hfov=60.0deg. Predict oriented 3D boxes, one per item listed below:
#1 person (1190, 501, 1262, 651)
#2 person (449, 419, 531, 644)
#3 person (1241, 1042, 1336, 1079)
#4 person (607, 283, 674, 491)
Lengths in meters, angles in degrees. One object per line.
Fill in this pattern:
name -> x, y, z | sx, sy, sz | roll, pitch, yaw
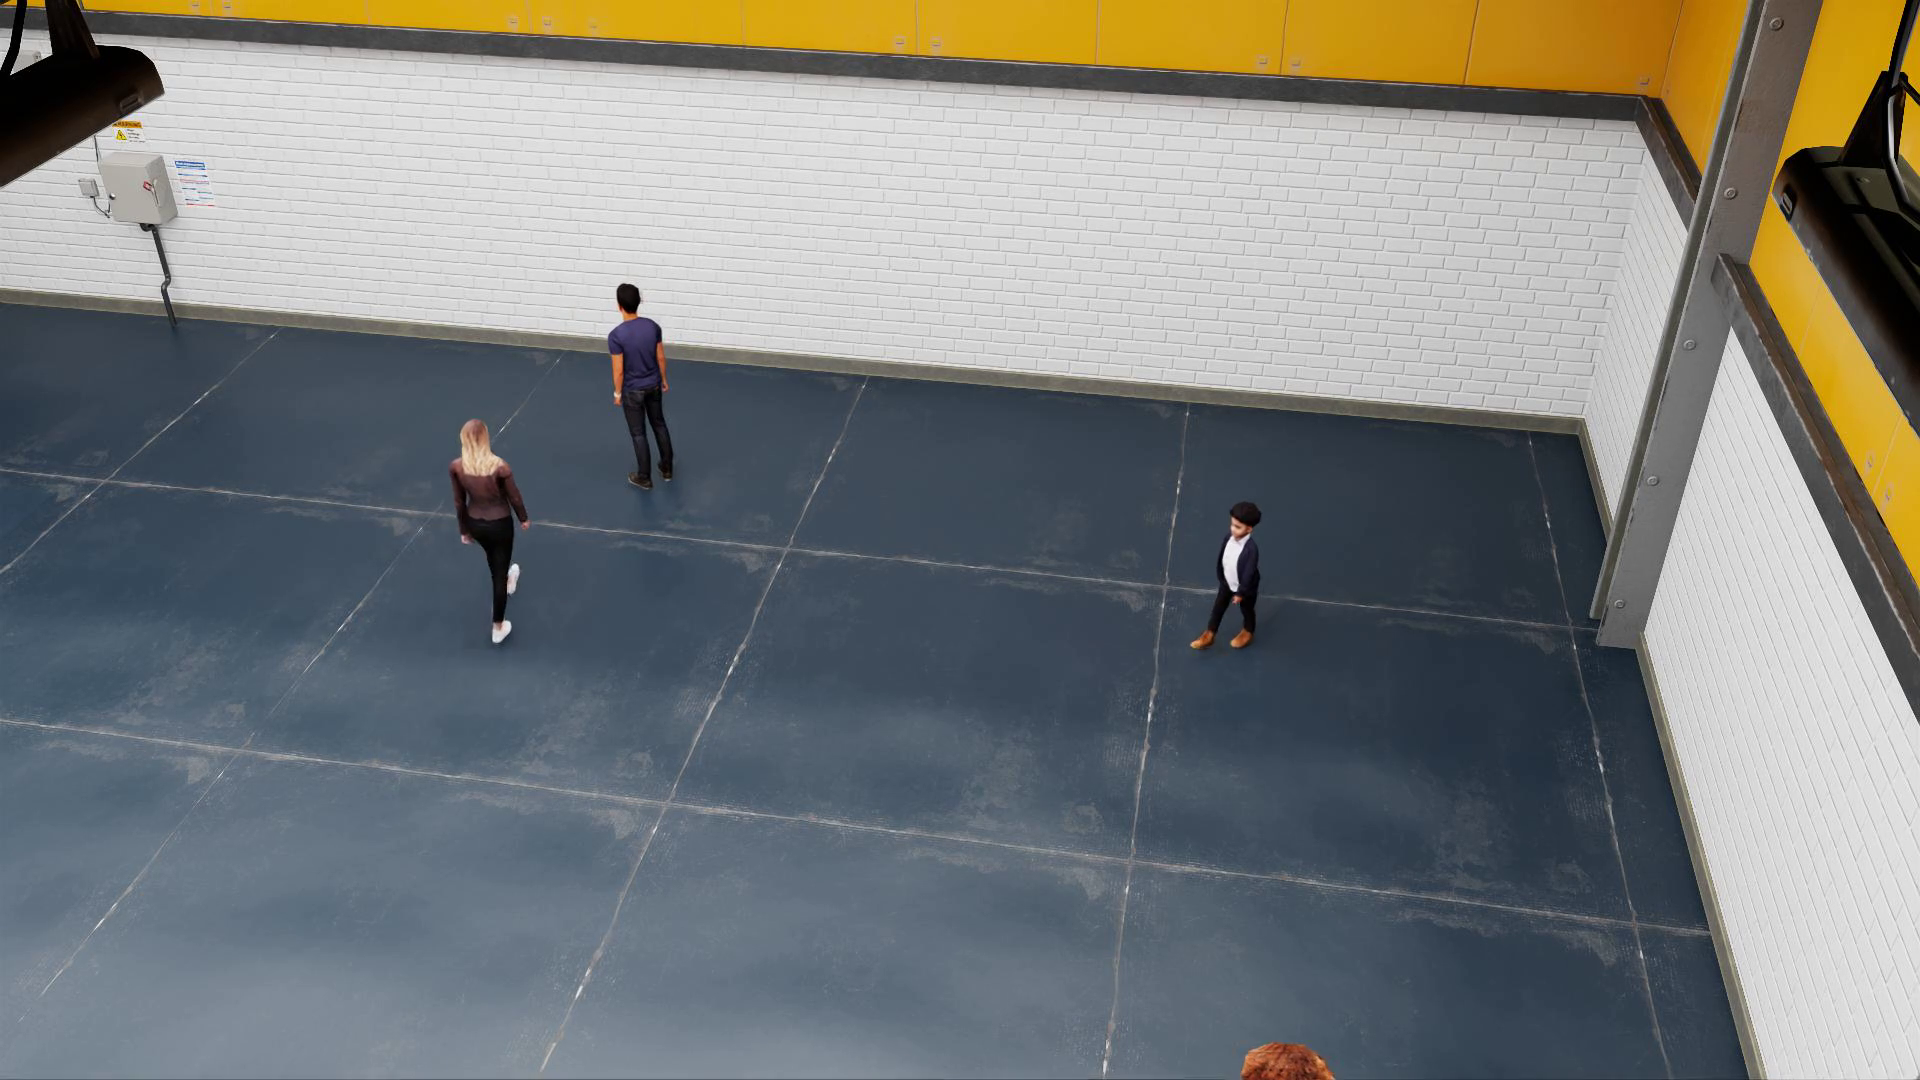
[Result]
person -> 2.041, 0.254, 11.848 | 0.828, 1.206, 0.764 | -22, 40, -30
person -> -3.364, -0.026, 11.856 | 0.619, 1.664, 1.041 | 5, 34, 7
person -> 1.338, 2.931, 7.401 | 0.907, 1.671, 1.210 | 17, 37, 23
person -> -2.605, -1.249, 13.584 | 0.691, 1.789, 0.776 | -25, 41, -32
